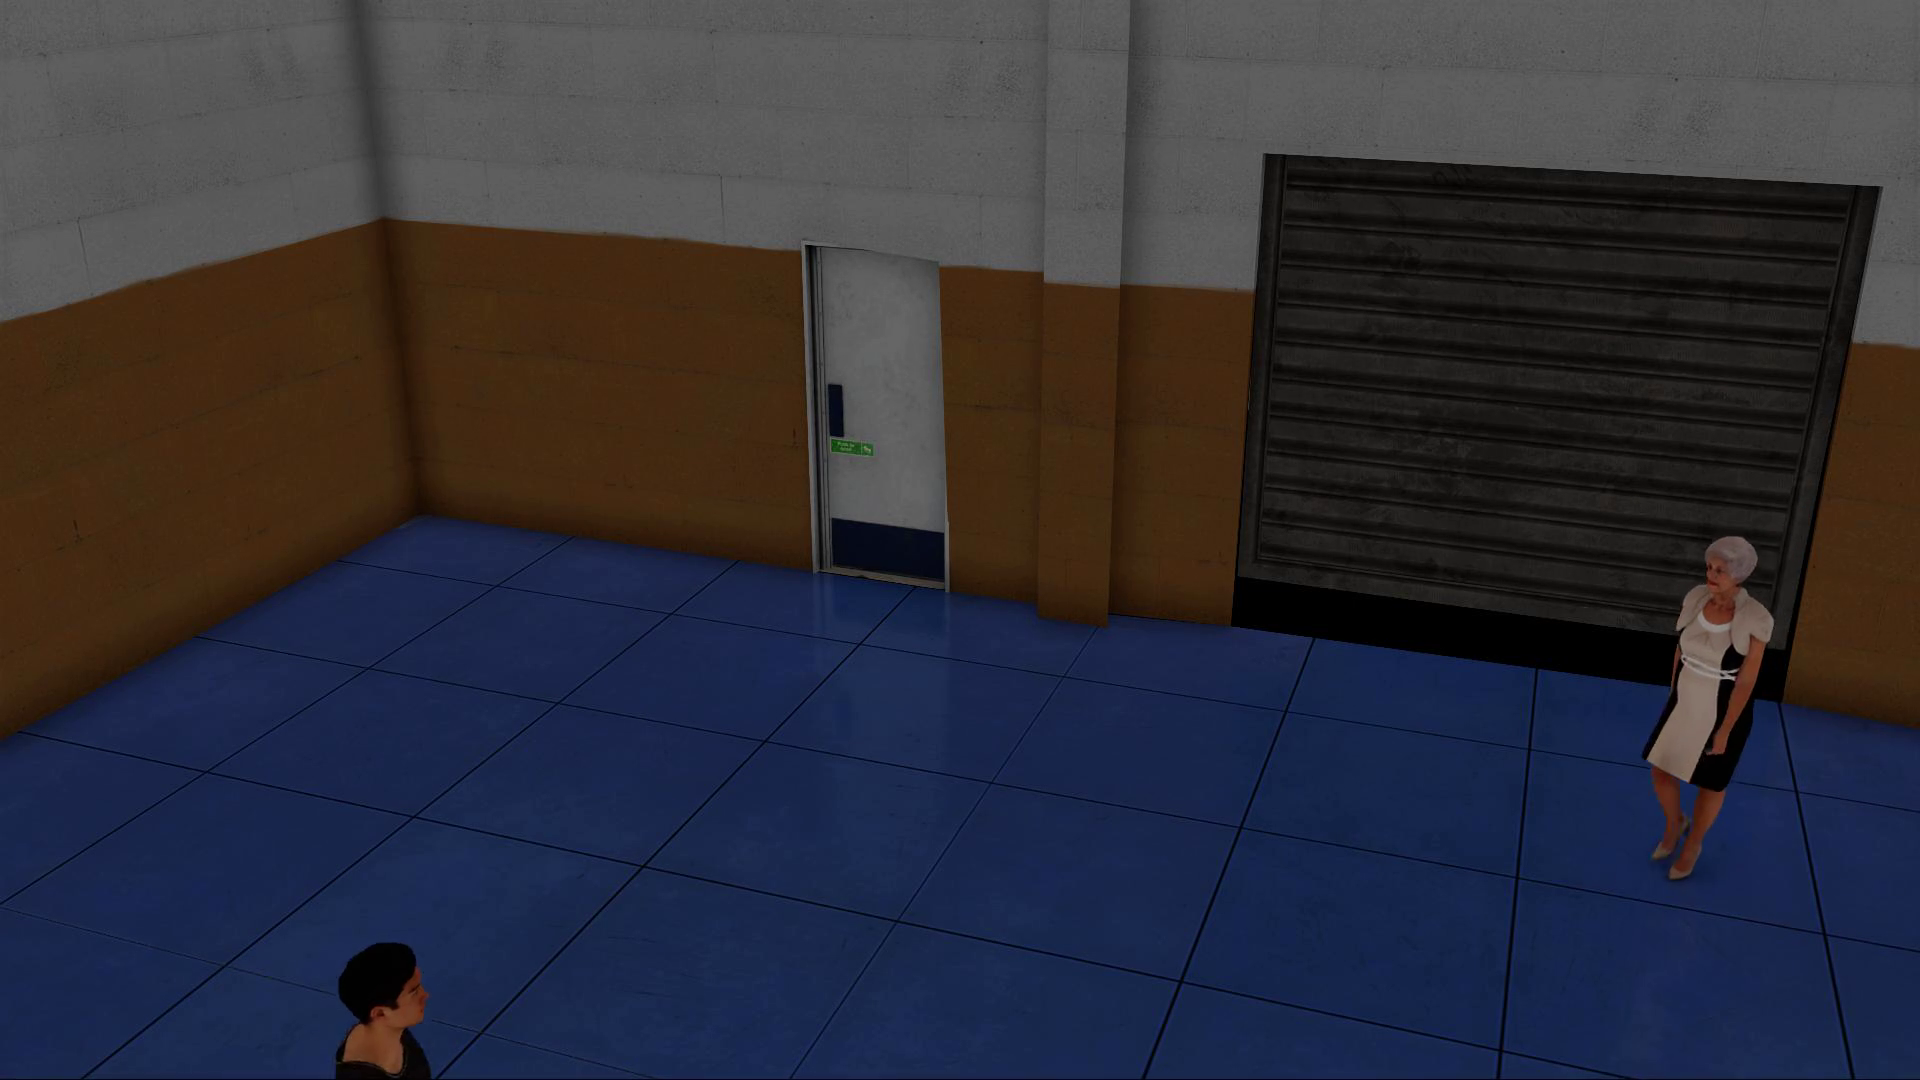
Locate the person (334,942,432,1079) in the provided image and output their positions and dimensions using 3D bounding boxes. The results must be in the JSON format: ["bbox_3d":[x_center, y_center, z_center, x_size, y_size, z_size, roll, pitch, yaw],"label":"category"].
[{"bbox_3d":[-1.737,1.948,4.904,1.005,1.692,0.914,-6,23,-15],"label":"person"}]

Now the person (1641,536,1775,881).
[{"bbox_3d":[3.529,0.791,7.720,0.822,1.738,0.757,-14,26,-31],"label":"person"}]
